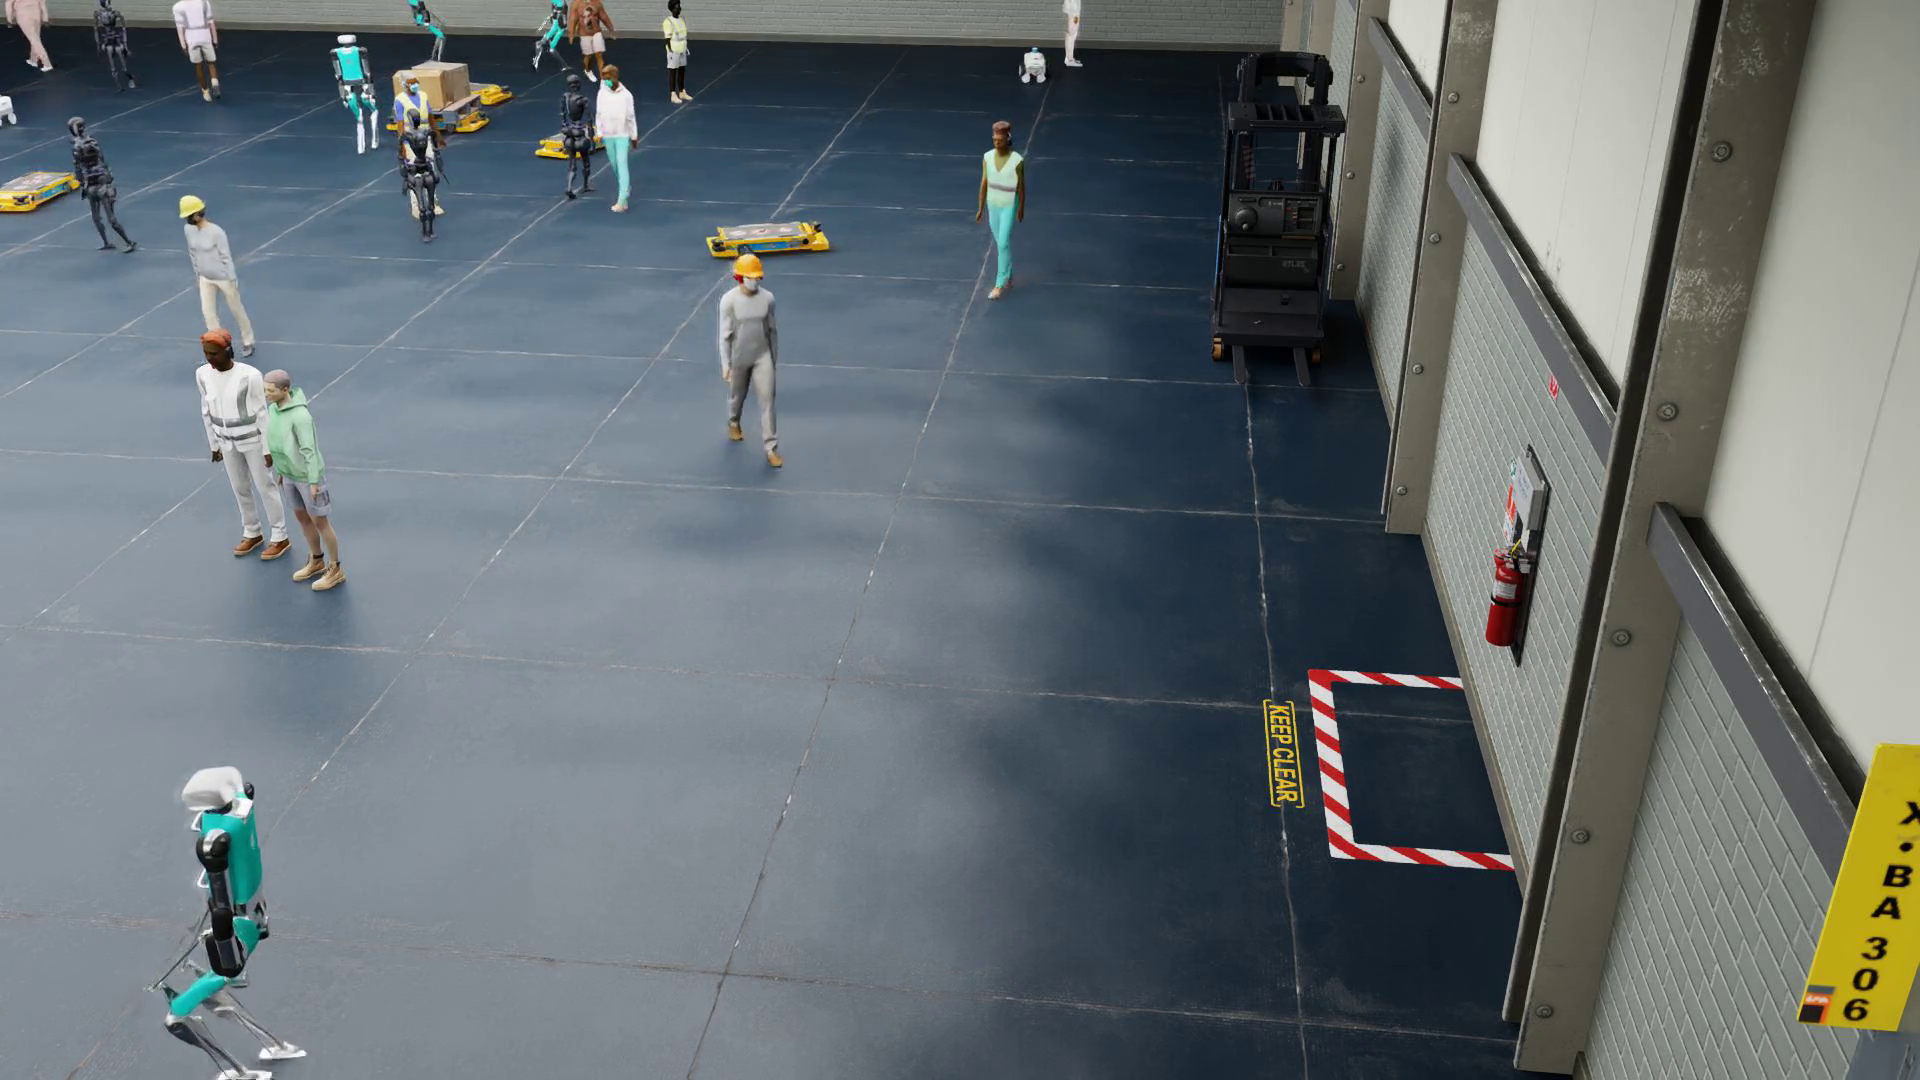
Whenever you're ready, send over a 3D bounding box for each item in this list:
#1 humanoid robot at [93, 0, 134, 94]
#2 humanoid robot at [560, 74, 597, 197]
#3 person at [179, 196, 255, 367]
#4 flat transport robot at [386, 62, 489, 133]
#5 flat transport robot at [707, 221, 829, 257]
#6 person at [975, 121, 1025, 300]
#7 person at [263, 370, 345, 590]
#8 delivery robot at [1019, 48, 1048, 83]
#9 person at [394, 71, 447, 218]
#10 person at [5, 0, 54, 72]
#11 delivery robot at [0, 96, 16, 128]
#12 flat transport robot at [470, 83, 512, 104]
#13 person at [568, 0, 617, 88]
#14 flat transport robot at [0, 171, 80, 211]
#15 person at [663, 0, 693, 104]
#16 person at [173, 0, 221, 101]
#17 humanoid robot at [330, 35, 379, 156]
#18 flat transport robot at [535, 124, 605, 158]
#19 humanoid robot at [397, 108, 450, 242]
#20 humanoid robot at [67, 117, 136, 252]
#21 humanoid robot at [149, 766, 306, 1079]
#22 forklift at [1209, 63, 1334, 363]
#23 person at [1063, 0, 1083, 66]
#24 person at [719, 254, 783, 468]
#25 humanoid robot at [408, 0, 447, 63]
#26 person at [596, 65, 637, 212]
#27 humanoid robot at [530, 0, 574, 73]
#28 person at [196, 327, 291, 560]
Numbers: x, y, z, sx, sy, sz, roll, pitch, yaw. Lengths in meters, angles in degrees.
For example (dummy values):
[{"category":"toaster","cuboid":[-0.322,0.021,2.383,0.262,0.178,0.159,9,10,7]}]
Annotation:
[{"category":"humanoid robot","cuboid":[-14.571,-8.568,28.667,0.600,1.638,0.468,0,27,0]},{"category":"humanoid robot","cuboid":[-5.225,-5.471,22.558,0.589,1.654,0.640,16,31,28]},{"category":"person","cuboid":[-7.506,-2.601,16.706,0.593,1.716,0.809,8,28,15]},{"category":"flat transport robot","cuboid":[-8.305,-6.654,26.422,1.431,0.231,0.659,2,27,4]},{"category":"flat transport robot","cuboid":[-2.381,-3.712,20.549,1.431,0.231,0.659,-6,27,-13]},{"category":"person","cuboid":[0.423,-3.694,18.643,0.482,1.945,0.885,15,30,27]},{"category":"person","cuboid":[-4.916,-0.462,12.427,0.465,1.734,0.320,16,31,30]},{"category":"delivery robot","cuboid":[1.329,-8.518,29.828,0.519,0.598,0.769,-1,27,-2]},{"category":"person","cuboid":[-7.034,-5.167,21.651,0.408,1.882,0.665,18,32,31]},{"category":"person","cuboid":[-17.056,-9.542,30.426,1.003,1.853,0.643,15,30,28]},{"category":"delivery robot","cuboid":[-15.424,-6.834,26.436,0.499,0.571,0.756,4,27,8]},{"category":"flat transport robot","cuboid":[-8.448,-7.618,28.347,1.431,0.231,0.659,8,28,16]},{"category":"person","cuboid":[-6.471,-8.897,29.166,0.843,1.827,0.701,-10,28,-18]},{"category":"flat transport robot","cuboid":[-12.617,-4.740,22.601,0.659,0.231,1.431,2,27,3]},{"category":"person","cuboid":[-4.750,-8.229,27.971,0.319,1.696,0.531,14,30,25]},{"category":"person","cuboid":[-12.766,-8.377,27.901,0.633,2.031,0.562,-15,30,-27]},{"category":"humanoid robot","cuboid":[-8.954,-6.665,24.824,0.554,1.780,0.889,-2,27,-5]},{"category":"flat transport robot","cuboid":[-5.729,-6.028,25.172,0.659,0.231,1.431,12,29,22]},{"category":"humanoid robot","cuboid":[-6.635,-4.529,20.620,0.612,1.642,0.523,-23,35,-38]},{"category":"humanoid robot","cuboid":[-10.467,-4.328,20.204,0.616,1.637,0.394,12,29,23]},{"category":"humanoid robot","cuboid":[-3.533,1.858,7.769,0.689,1.778,0.535,-3,27,-6]},{"category":"forklift","cuboid":[3.241,-3.477,17.183,1.129,2.768,1.873,3,27,6]},{"category":"person","cuboid":[2.095,-9.763,30.835,0.385,1.874,0.514,-1,27,-2]},{"category":"person","cuboid":[-1.869,-1.635,14.636,0.568,1.856,0.929,-10,28,-19]},{"category":"humanoid robot","cuboid":[-9.861,-9.706,30.863,0.774,1.750,0.565,-21,33,-35]},{"category":"person","cuboid":[-4.563,-5.387,22.137,0.471,1.840,1.011,5,27,10]},{"category":"humanoid robot","cuboid":[-7.537,-9.370,30.253,0.891,1.807,0.545,-19,32,-33]},{"category":"person","cuboid":[-5.543,-0.742,12.831,0.566,1.878,0.354,6,27,11]}]
